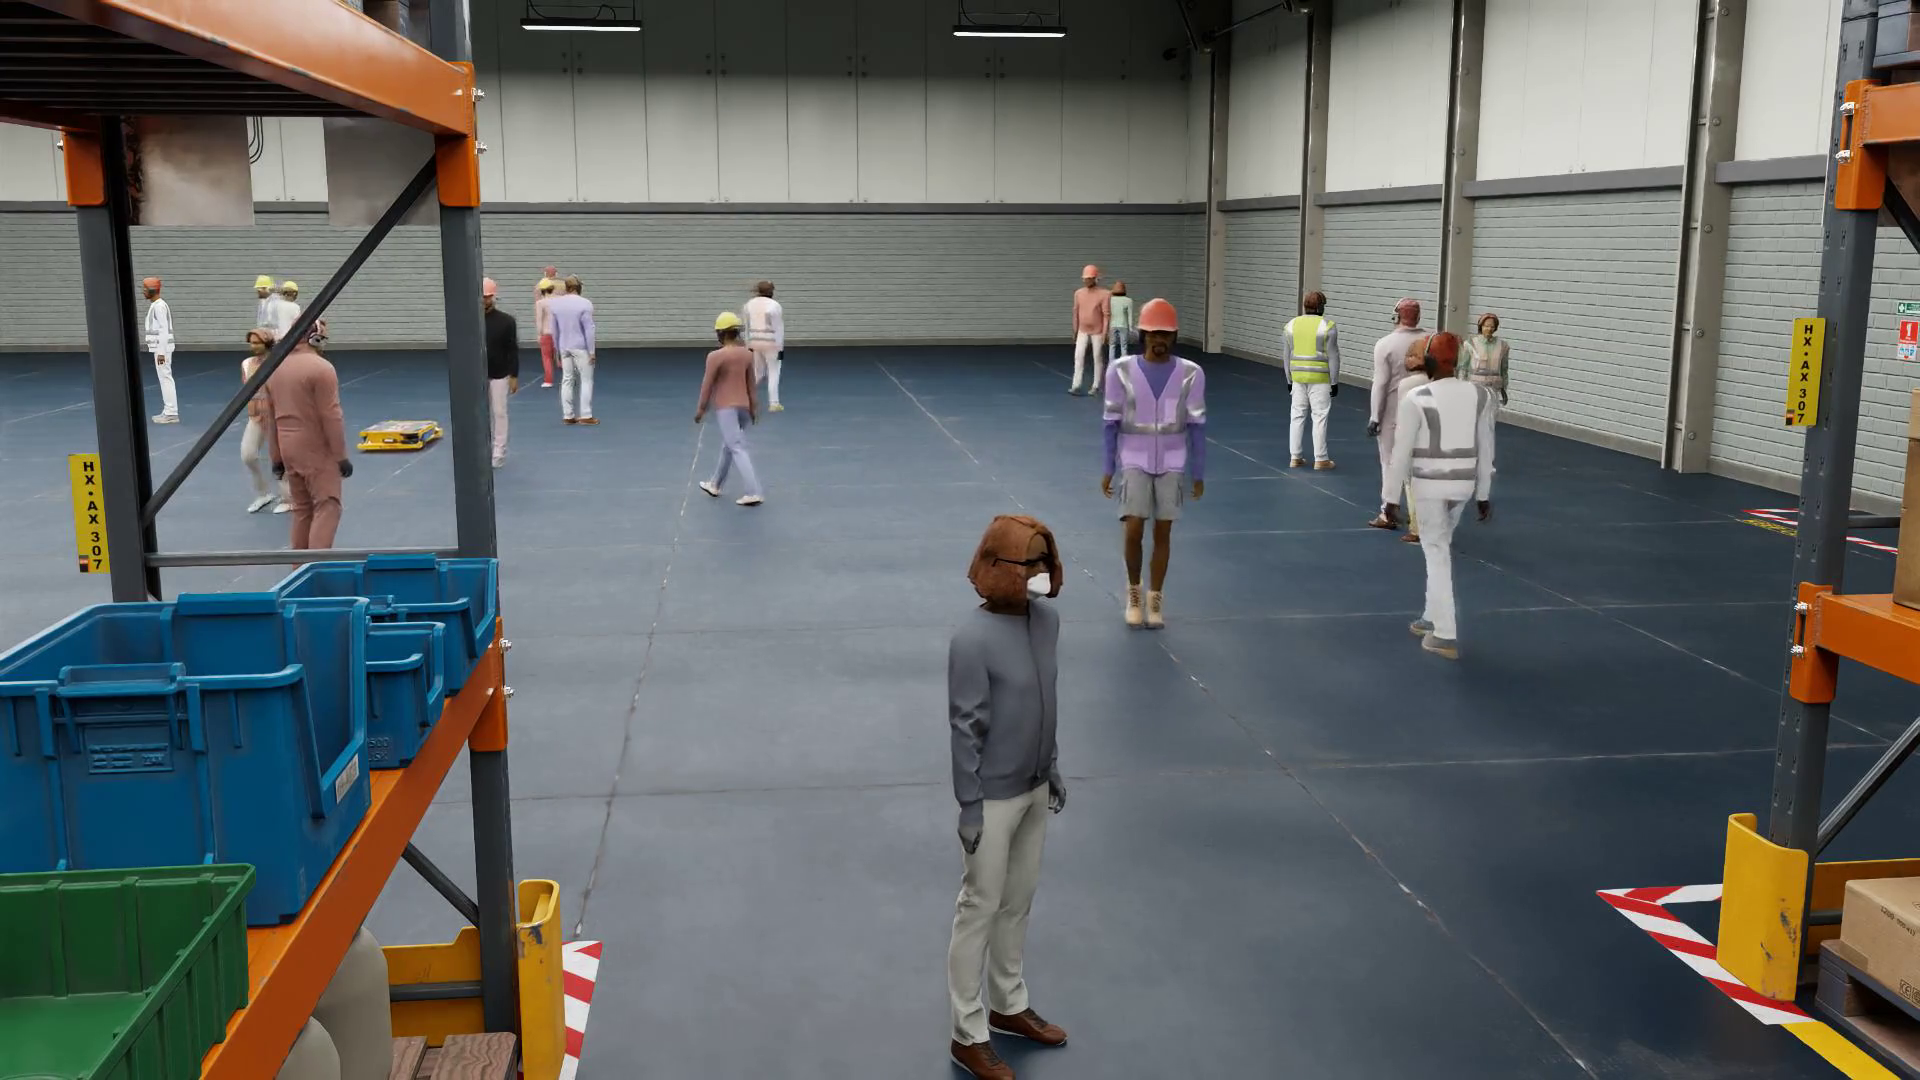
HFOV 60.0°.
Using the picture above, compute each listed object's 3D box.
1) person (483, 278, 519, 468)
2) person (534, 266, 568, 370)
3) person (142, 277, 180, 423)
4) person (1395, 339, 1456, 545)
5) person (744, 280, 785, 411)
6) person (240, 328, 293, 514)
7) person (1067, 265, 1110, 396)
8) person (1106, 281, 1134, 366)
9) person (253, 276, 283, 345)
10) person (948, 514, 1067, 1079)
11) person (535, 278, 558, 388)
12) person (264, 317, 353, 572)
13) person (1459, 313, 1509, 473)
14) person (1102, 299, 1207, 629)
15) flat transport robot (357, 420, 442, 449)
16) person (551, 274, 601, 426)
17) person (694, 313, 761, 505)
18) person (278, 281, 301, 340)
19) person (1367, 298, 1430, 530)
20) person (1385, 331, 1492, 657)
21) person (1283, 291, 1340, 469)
[{"bbox_3d":[-4.887,-1.702,17.162,0.646,1.975,0.672,0,10,-1],"label":"person"},{"bbox_3d":[-7.432,-4.066,30.430,0.660,1.875,0.879,-3,11,-15],"label":"person"},{"bbox_3d":[-10.363,-2.454,21.556,0.337,1.881,0.585,-5,12,-27],"label":"person"},{"bbox_3d":[3.613,-0.744,12.888,0.517,1.614,0.453,-4,11,-21],"label":"person"},{"bbox_3d":[-2.702,-2.653,22.828,0.635,1.829,0.630,6,12,31],"label":"person"},{"bbox_3d":[-6.011,-1.020,14.422,0.518,1.625,0.454,2,11,13],"label":"person"},{"bbox_3d":[1.925,-3.141,25.094,0.654,1.959,0.890,5,12,27],"label":"person"},{"bbox_3d":[2.758,-3.664,28.879,0.509,1.631,0.268,3,11,14],"label":"person"},{"bbox_3d":[-10.660,-3.164,25.673,0.657,1.800,0.702,10,14,42],"label":"person"},{"bbox_3d":[0.144,0.728,4.800,0.264,1.632,0.507,7,12,33],"label":"person"},{"bbox_3d":[-6.480,-3.288,26.484,0.560,1.755,0.530,8,13,38],"label":"person"},{"bbox_3d":[-4.389,-0.556,11.177,0.850,1.881,0.543,7,13,35],"label":"person"},{"bbox_3d":[5.334,-1.492,16.960,0.523,1.636,0.311,-1,10,-4],"label":"person"},{"bbox_3d":[1.189,-0.441,10.115,0.635,2.029,0.524,0,10,-1],"label":"person"},{"bbox_3d":[-6.465,-1.222,19.224,0.652,0.197,1.431,-1,10,-6],"label":"flat transport robot"},{"bbox_3d":[-4.904,-2.409,21.232,0.655,1.925,0.442,4,11,23],"label":"person"},{"bbox_3d":[-2.109,-1.186,15.041,0.913,1.716,0.537,8,13,38],"label":"person"},{"bbox_3d":[-10.033,-2.998,24.900,0.567,1.746,0.517,8,13,37],"label":"person"},{"bbox_3d":[3.648,-1.039,13.739,0.652,1.906,0.403,-3,11,-18],"label":"person"},{"bbox_3d":[2.748,-0.285,9.710,0.602,1.859,0.740,-3,11,-18],"label":"person"},{"bbox_3d":[3.666,-1.655,17.293,0.626,1.844,0.429,9,13,40],"label":"person"}]
